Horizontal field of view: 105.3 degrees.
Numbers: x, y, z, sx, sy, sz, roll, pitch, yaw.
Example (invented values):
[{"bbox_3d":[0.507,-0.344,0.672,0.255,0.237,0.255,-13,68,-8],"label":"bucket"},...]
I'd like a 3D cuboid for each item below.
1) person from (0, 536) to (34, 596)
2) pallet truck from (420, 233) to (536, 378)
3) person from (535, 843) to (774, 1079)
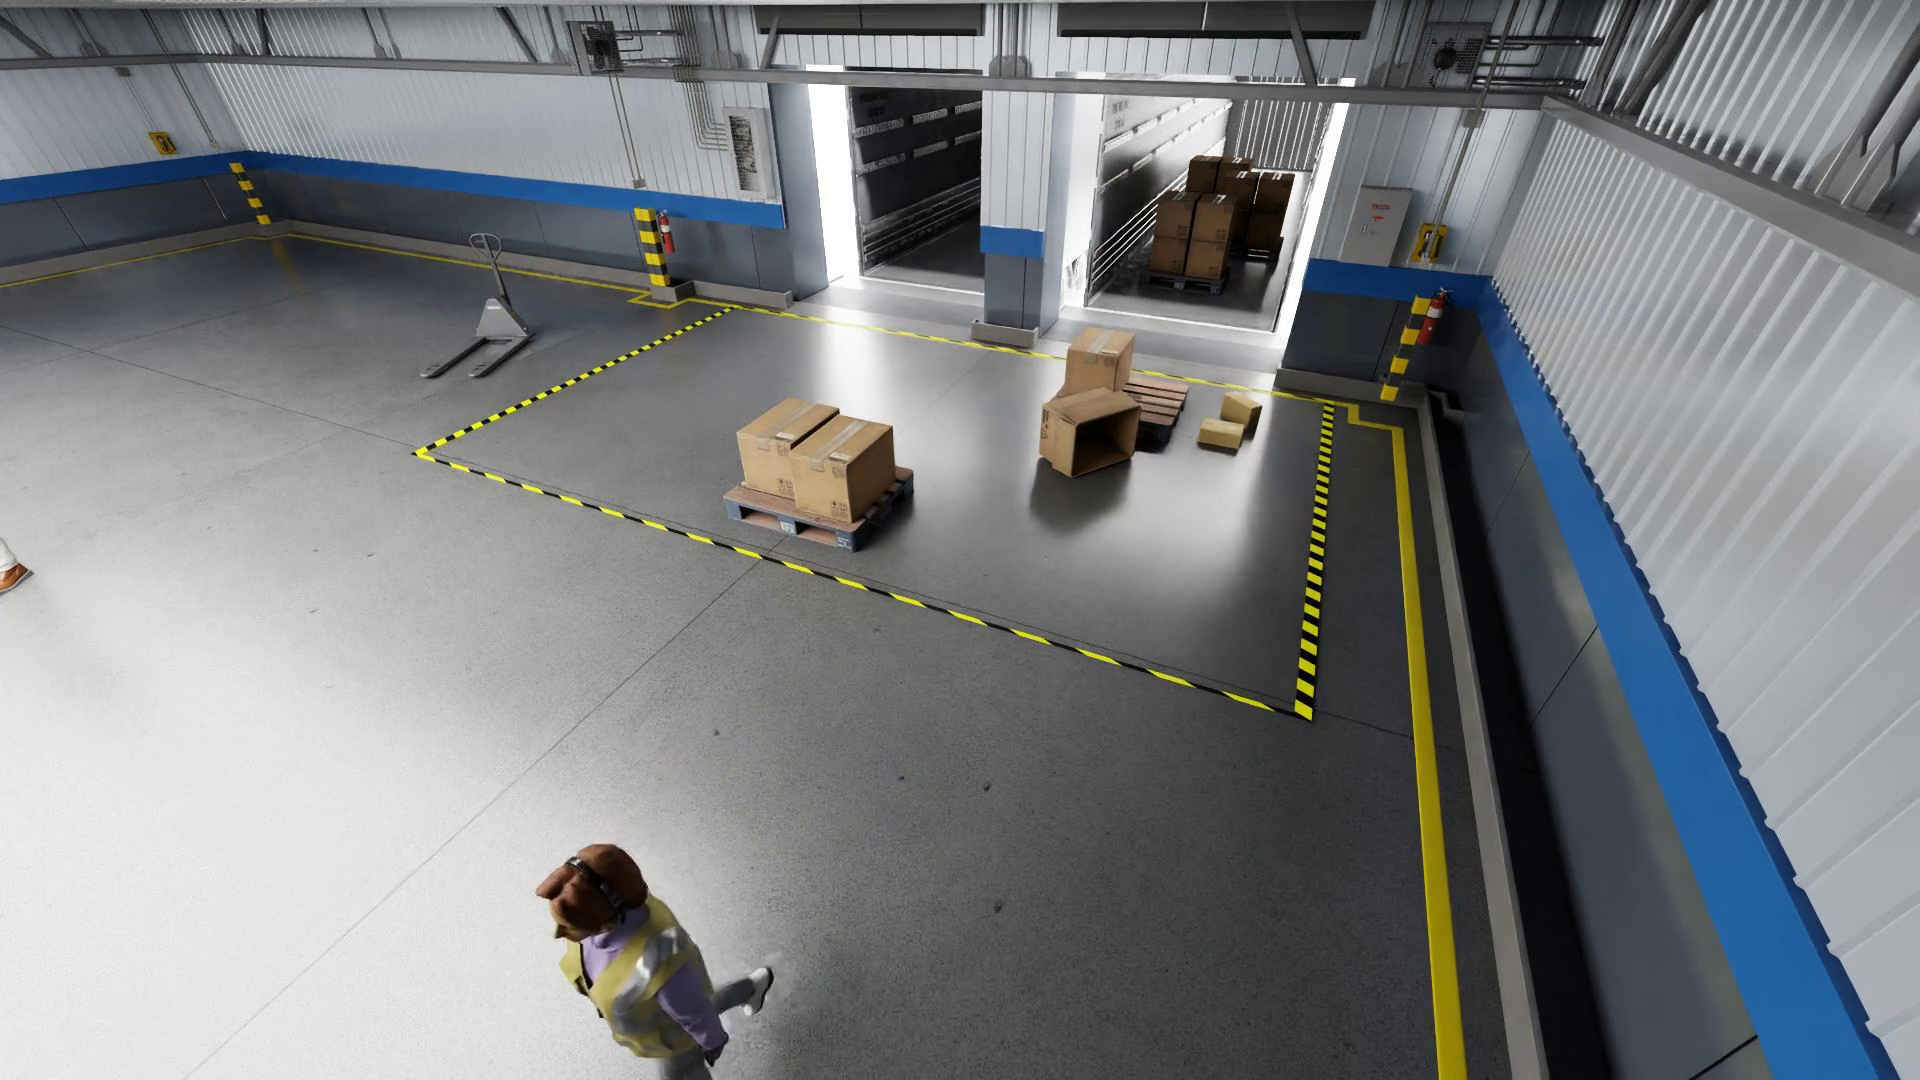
[{"bbox_3d":[-6.873,-0.465,4.661,0.602,1.949,0.387,0,35,0],"label":"person"},{"bbox_3d":[-5.664,-2.712,8.427,0.680,1.201,1.601,0,35,-1],"label":"pallet truck"},{"bbox_3d":[-0.881,1.402,2.315,0.508,1.621,0.626,25,43,31],"label":"person"}]
